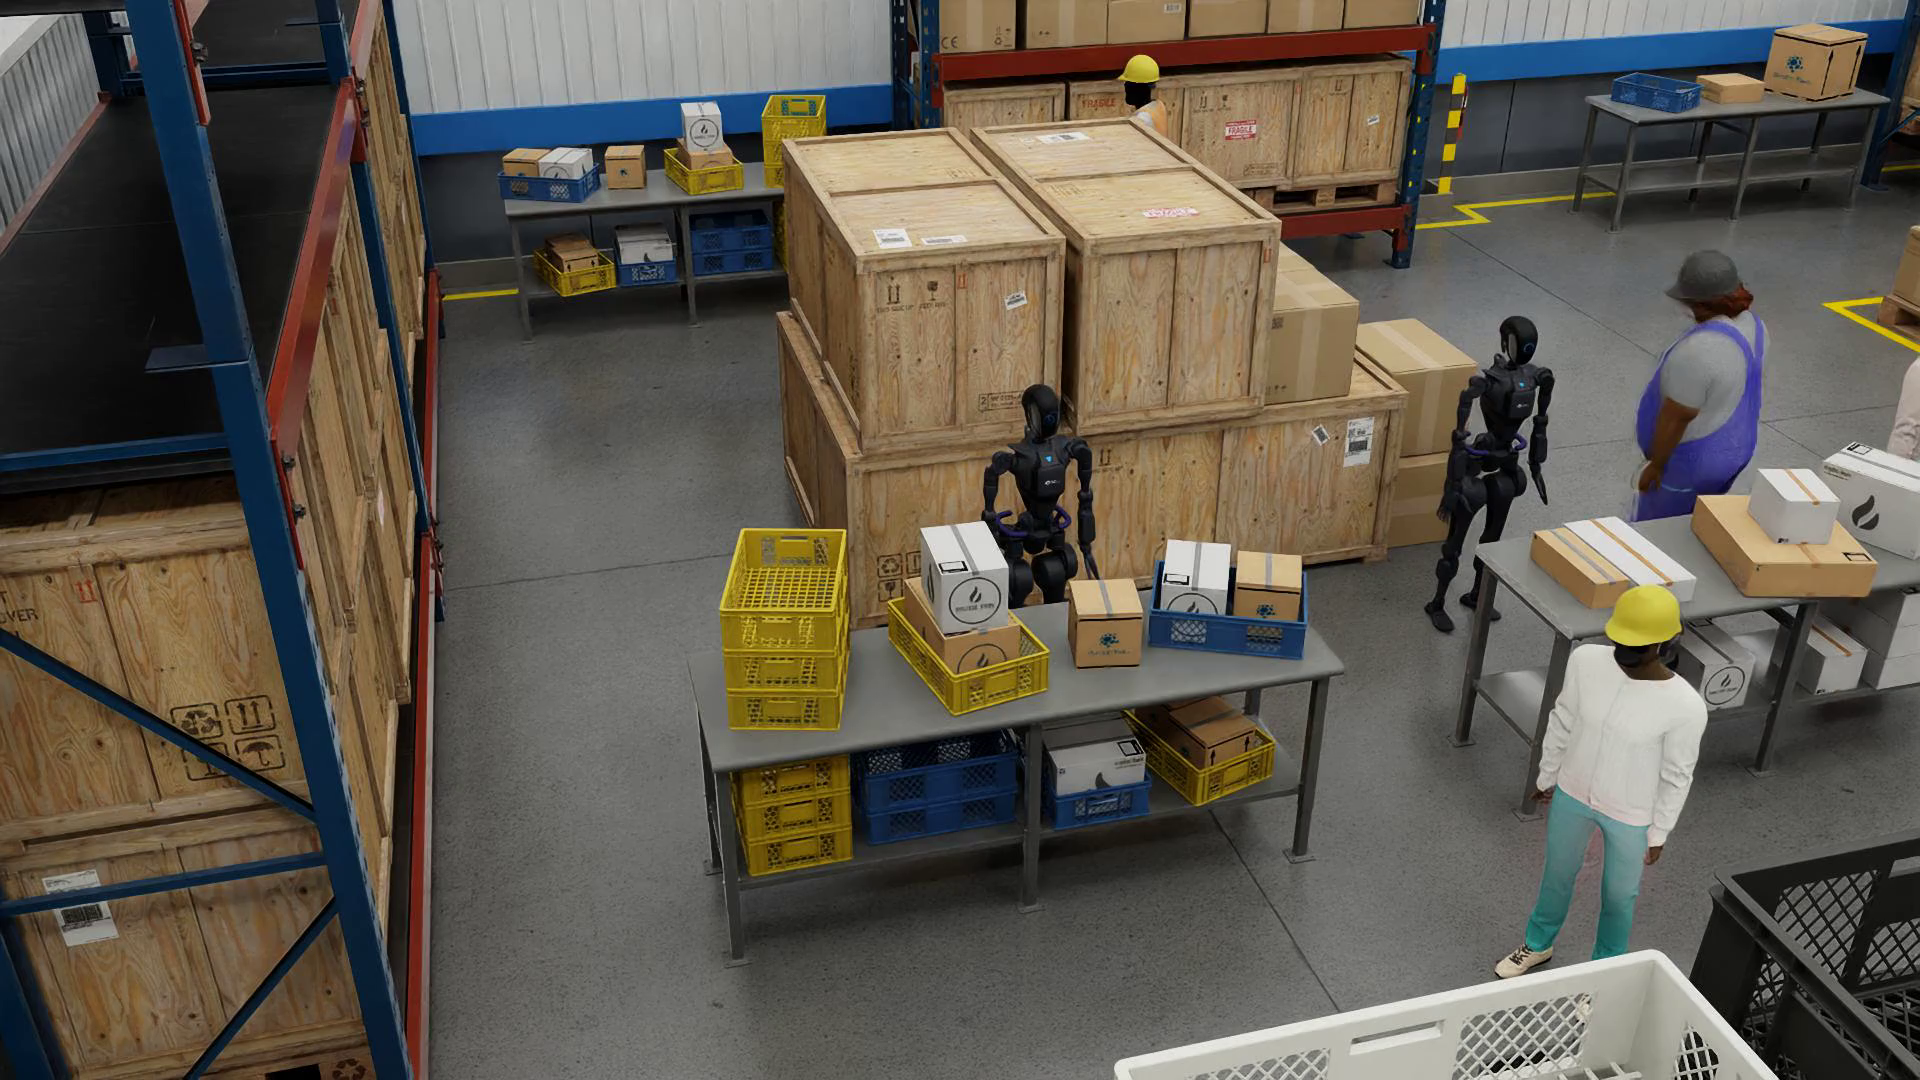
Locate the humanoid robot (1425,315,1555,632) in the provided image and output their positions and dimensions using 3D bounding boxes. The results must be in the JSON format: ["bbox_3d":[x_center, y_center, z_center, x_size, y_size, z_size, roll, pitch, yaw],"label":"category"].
[{"bbox_3d":[2.640,-0.330,8.239,0.599,1.657,0.315,-10,30,-17],"label":"humanoid robot"}]

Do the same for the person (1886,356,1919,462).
[{"bbox_3d":[4.617,-0.310,7.901,0.612,1.987,0.399,-13,31,-21],"label":"person"}]

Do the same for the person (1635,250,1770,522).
[{"bbox_3d":[3.592,-0.473,8.140,0.714,2.000,0.550,-21,35,-33],"label":"person"}]

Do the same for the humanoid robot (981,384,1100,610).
[{"bbox_3d":[0.352,0.072,7.508,0.590,1.660,0.327,-13,31,-22],"label":"humanoid robot"}]

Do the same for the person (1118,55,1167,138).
[{"bbox_3d":[1.272,-2.497,11.931,0.365,1.928,0.584,10,31,18],"label":"person"}]

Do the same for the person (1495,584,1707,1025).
[{"bbox_3d":[2.277,0.928,5.880,0.311,1.768,0.524,-24,37,-36],"label":"person"}]
